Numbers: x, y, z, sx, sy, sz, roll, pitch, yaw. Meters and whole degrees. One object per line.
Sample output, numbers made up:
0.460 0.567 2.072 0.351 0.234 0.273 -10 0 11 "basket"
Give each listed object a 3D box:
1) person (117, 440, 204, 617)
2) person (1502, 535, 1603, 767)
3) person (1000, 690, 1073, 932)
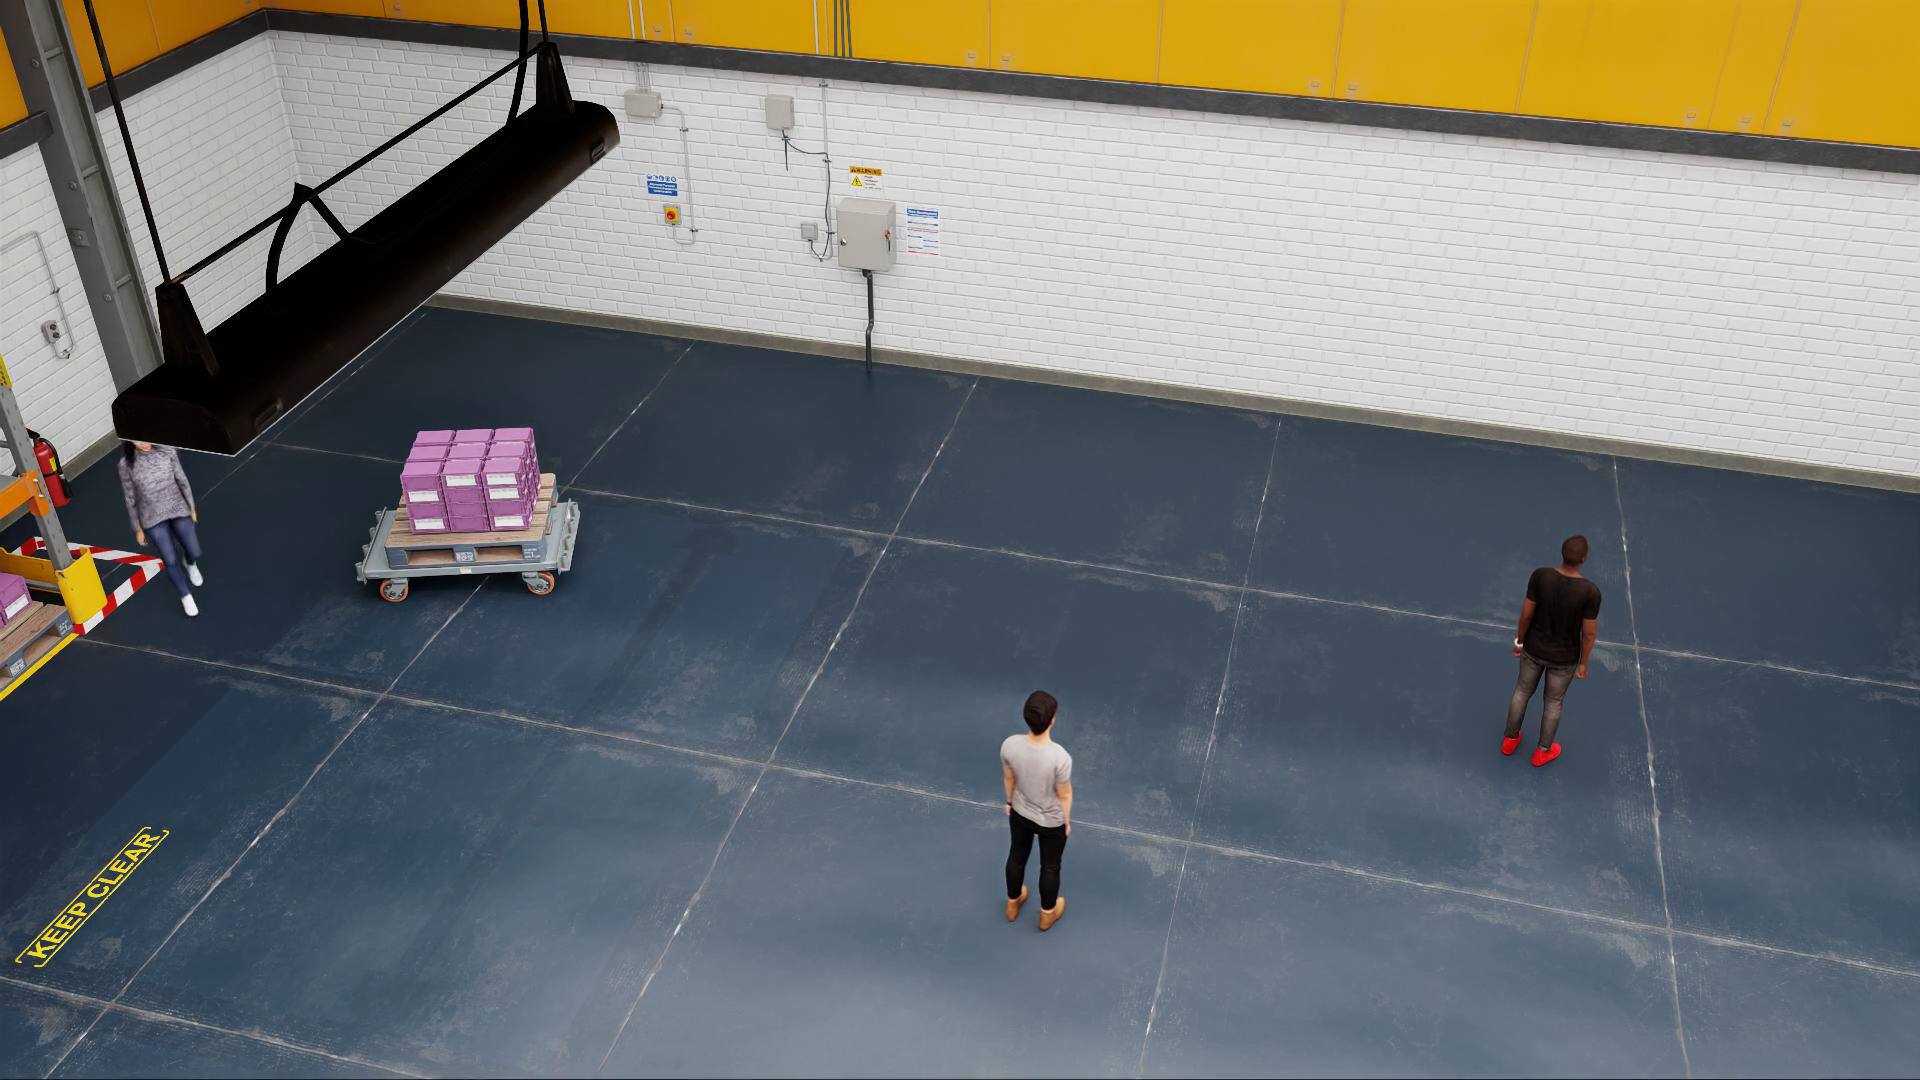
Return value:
-6.120 -0.228 12.748 0.838 1.715 0.896 -20 38 -27 "person"
3.981 0.735 11.219 0.717 1.805 0.657 22 39 29 "person"
0.462 1.625 9.959 0.650 1.718 0.623 18 38 25 "person"
